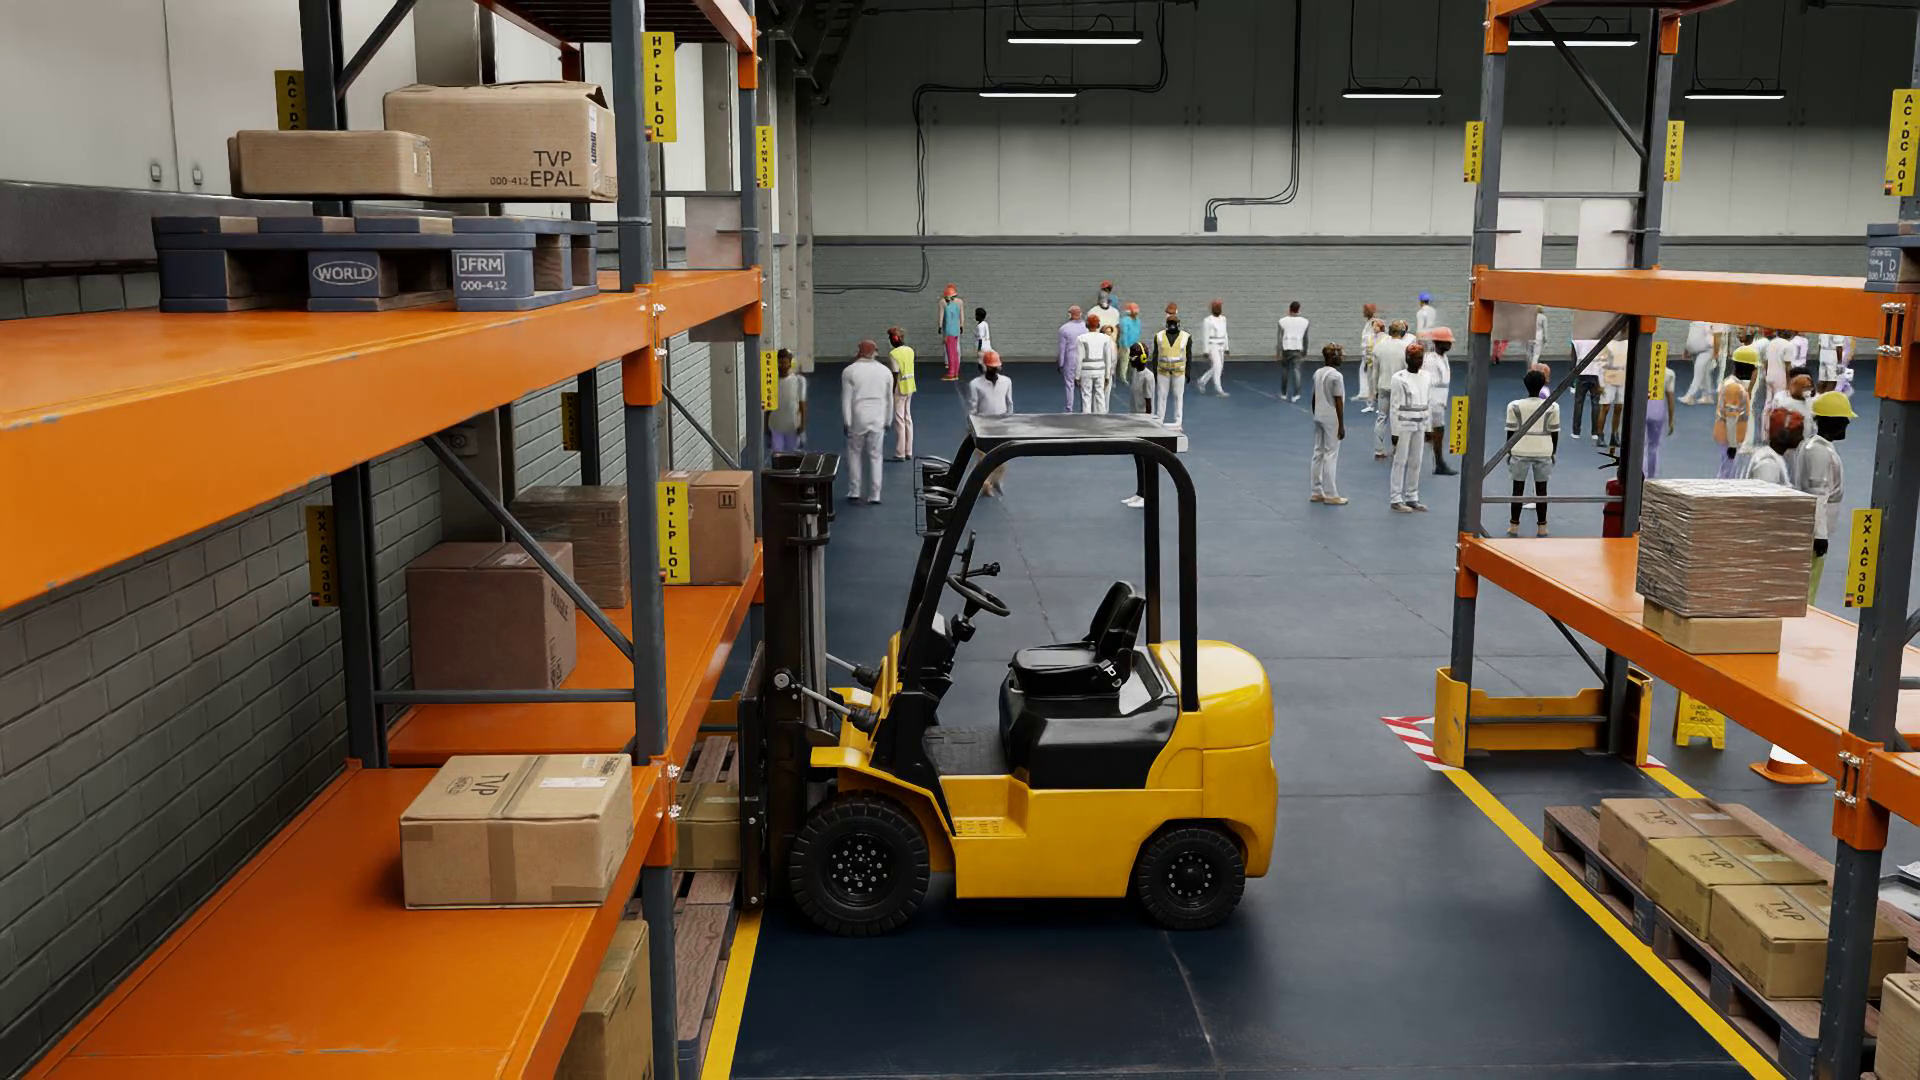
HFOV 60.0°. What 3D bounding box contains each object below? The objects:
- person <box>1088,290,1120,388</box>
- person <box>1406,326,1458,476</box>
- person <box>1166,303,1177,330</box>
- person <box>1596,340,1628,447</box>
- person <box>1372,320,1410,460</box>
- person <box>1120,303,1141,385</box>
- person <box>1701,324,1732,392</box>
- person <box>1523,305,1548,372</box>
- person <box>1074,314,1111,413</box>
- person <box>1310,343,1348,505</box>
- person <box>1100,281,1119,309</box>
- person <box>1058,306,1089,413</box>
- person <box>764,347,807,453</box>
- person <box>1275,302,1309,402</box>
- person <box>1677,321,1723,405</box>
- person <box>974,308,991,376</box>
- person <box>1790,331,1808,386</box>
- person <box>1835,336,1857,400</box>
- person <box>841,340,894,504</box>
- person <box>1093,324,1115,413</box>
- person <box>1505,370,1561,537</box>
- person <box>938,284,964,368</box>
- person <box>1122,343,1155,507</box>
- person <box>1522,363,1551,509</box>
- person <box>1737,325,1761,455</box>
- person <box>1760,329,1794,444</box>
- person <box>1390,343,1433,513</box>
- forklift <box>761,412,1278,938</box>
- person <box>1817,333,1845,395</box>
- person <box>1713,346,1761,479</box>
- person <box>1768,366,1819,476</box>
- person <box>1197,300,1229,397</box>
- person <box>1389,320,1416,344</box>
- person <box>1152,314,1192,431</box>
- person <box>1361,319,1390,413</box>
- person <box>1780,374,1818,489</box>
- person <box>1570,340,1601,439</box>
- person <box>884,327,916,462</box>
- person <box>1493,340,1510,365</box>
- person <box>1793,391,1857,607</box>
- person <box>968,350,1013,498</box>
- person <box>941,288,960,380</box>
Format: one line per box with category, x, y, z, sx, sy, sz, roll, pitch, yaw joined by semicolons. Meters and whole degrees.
person;2.943;-4.069;33.726;0.720;2.000;0.537;-3;11;-15
person;6.077;-1.802;21.441;0.751;1.918;0.553;7;13;35
person;4.688;-4.441;36.935;0.272;1.631;0.507;2;10;11
person;9.553;-2.299;24.199;0.558;1.928;0.409;-2;10;-11
person;5.900;-2.028;22.670;0.628;1.933;0.368;9;13;41
person;3.643;-4.054;34.534;0.588;1.717;0.808;-8;13;-38
person;15.098;-3.868;33.137;0.530;1.852;0.672;-1;10;-8
person;12.716;-4.431;36.771;0.486;1.673;0.966;6;12;31
person;2.035;-2.529;25.582;0.586;1.882;0.340;-3;11;-18
person;4.211;-1.322;18.967;0.343;1.847;0.507;-5;11;-24
person;3.588;-5.298;40.593;0.393;2.036;0.605;10;14;44
person;1.950;-3.011;28.213;0.639;1.908;0.409;-3;11;-16
person;-1.918;-1.216;18.387;0.525;1.846;0.646;1;10;6
person;6.256;-3.543;31.335;0.643;1.865;1.041;1;10;3
person;13.538;-3.504;30.580;0.963;2.000;0.695;-3;11;-14
person;0.443;-3.749;32.931;0.321;1.691;0.542;2;10;12
person;14.049;-2.830;27.952;0.523;1.636;0.310;-8;13;-38
person;16.456;-3.457;30.979;0.811;1.809;0.562;-2;10;-13
person;-1.061;-1.355;19.106;0.663;1.866;0.716;-3;11;-18
person;2.378;-2.724;27.363;0.310;1.636;0.522;8;13;38
person;5.800;-0.874;16.881;0.535;1.699;0.318;3;11;17
person;-0.219;-5.090;39.540;0.625;1.992;0.389;-3;11;-16
person;2.032;-1.299;18.809;0.335;1.860;0.508;-2;10;-10
person;6.481;-1.162;18.645;0.314;1.641;0.515;4;11;20
person;11.059;-2.122;23.425;0.326;1.843;0.516;2;10;10
person;12.039;-2.306;24.451;0.349;1.846;0.506;-2;10;-11
person;4.986;-1.233;18.403;0.583;1.877;0.351;-6;12;-29
forklift;0.291;0.548;7.580;2.313;2.155;1.214;0;10;-2
person;14.738;-3.021;28.098;0.366;1.962;0.614;0;10;0
person;8.098;-1.071;17.395;0.400;1.913;0.589;5;11;26
person;9.178;-1.094;18.272;0.867;1.642;0.540;-9;13;-40
person;4.927;-3.727;32.300;0.583;1.868;0.769;-10;14;-44
person;7.744;-3.052;29.211;0.509;1.629;0.317;4;11;22
person;3.352;-2.649;26.370;0.619;1.845;0.430;2;10;11
person;7.291;-3.036;29.089;0.306;1.640;0.522;-8;13;-39
person;8.827;-0.948;17.529;0.526;1.613;0.396;-5;11;-24
person;9.585;-2.491;25.304;0.592;1.910;0.378;4;11;22
person;-0.808;-1.975;22.628;0.390;1.839;0.564;5;11;25
person;13.131;-5.097;40.299;0.597;1.730;0.513;10;14;43
person;6.181;-0.109;11.979;0.369;1.928;0.586;4;11;21
person;0.376;-1.345;19.391;0.594;1.731;0.471;-4;11;-21
person;-0.206;-4.454;36.002;0.382;1.995;0.612;4;11;20
